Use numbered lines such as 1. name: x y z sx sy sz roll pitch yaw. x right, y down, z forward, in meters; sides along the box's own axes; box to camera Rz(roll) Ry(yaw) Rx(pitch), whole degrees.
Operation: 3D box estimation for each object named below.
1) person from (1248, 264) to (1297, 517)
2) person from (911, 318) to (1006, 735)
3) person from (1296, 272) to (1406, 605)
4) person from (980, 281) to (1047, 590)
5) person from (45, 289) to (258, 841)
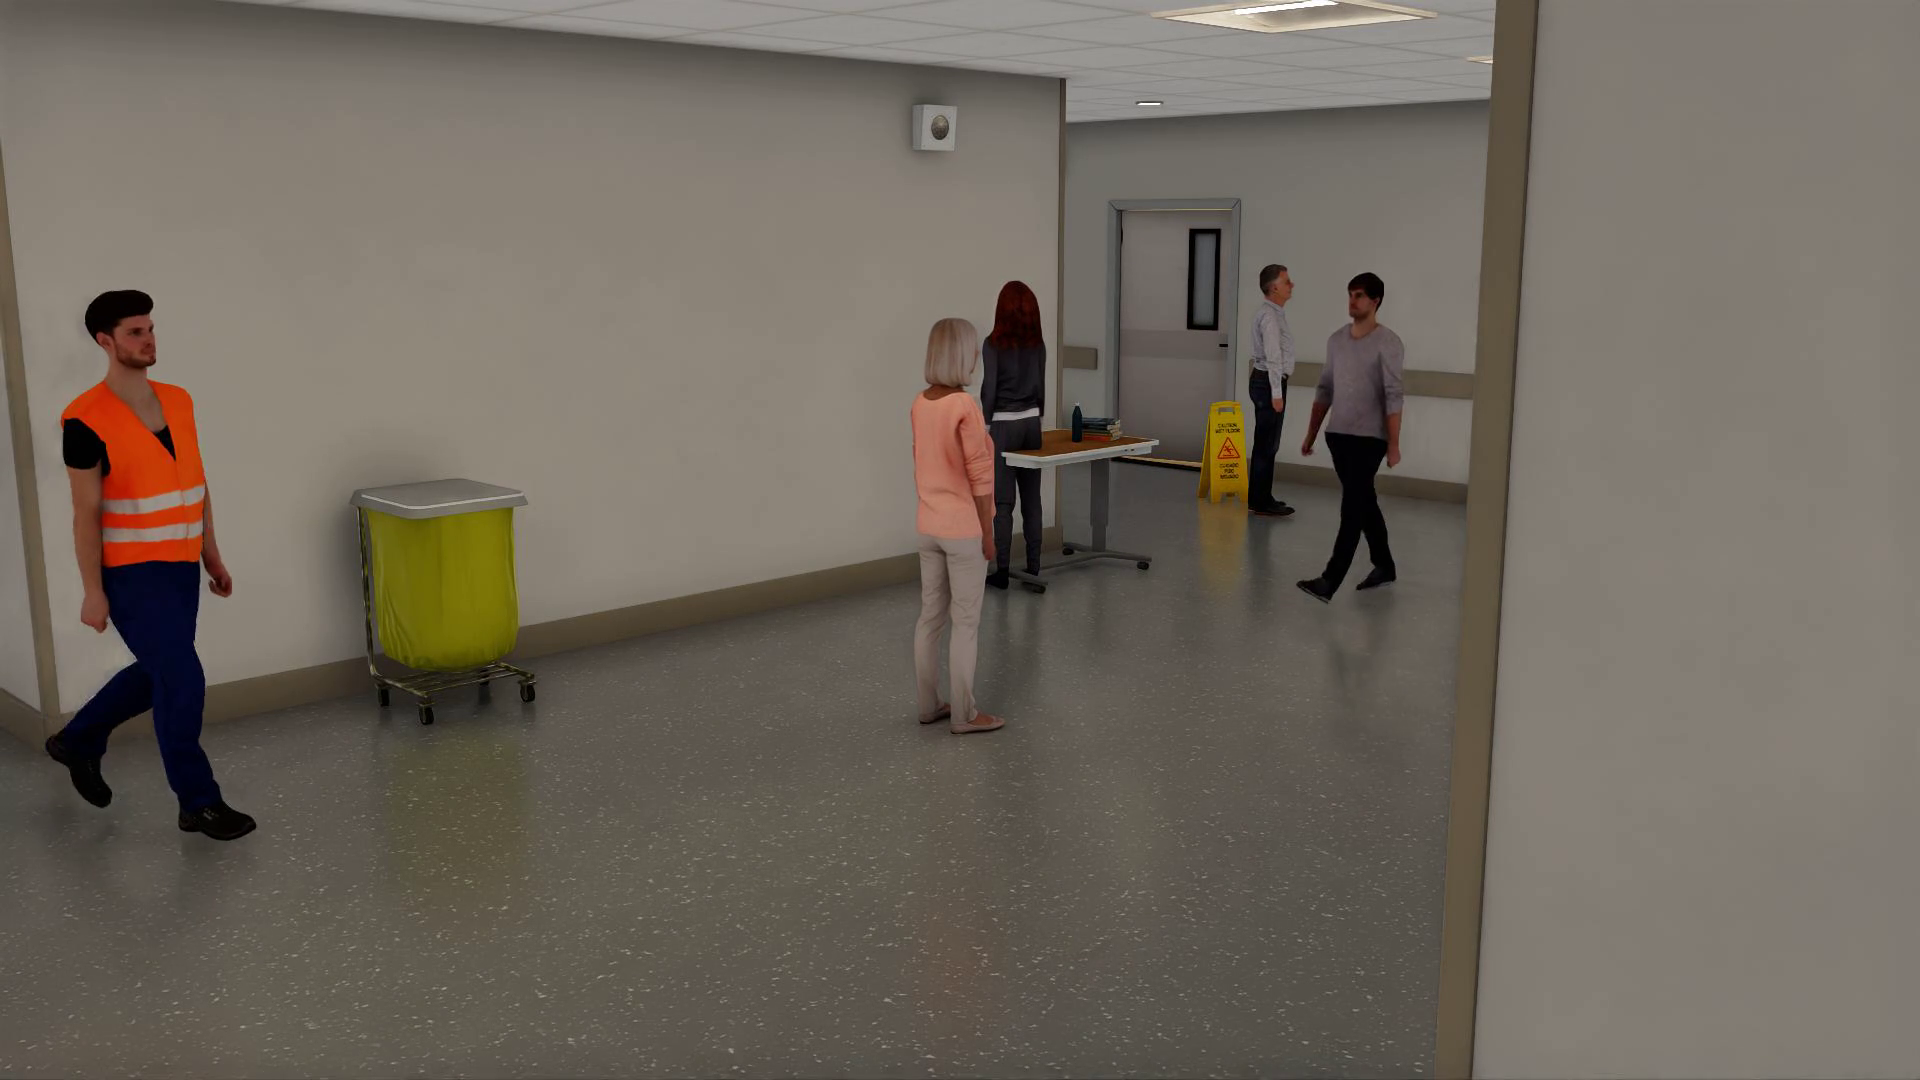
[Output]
1. person: 2.267 -1.107 12.174 0.785 1.820 0.735 0 11 3
2. person: -0.034 -0.064 6.934 0.672 1.725 0.479 -9 14 -40
3. person: 2.297 -0.553 9.300 0.912 1.803 1.147 -6 12 -30
4. person: 0.310 -0.612 9.678 0.637 1.780 0.584 -6 12 -29
5. person: -2.860 0.097 5.727 1.243 1.859 1.039 3 11 14
